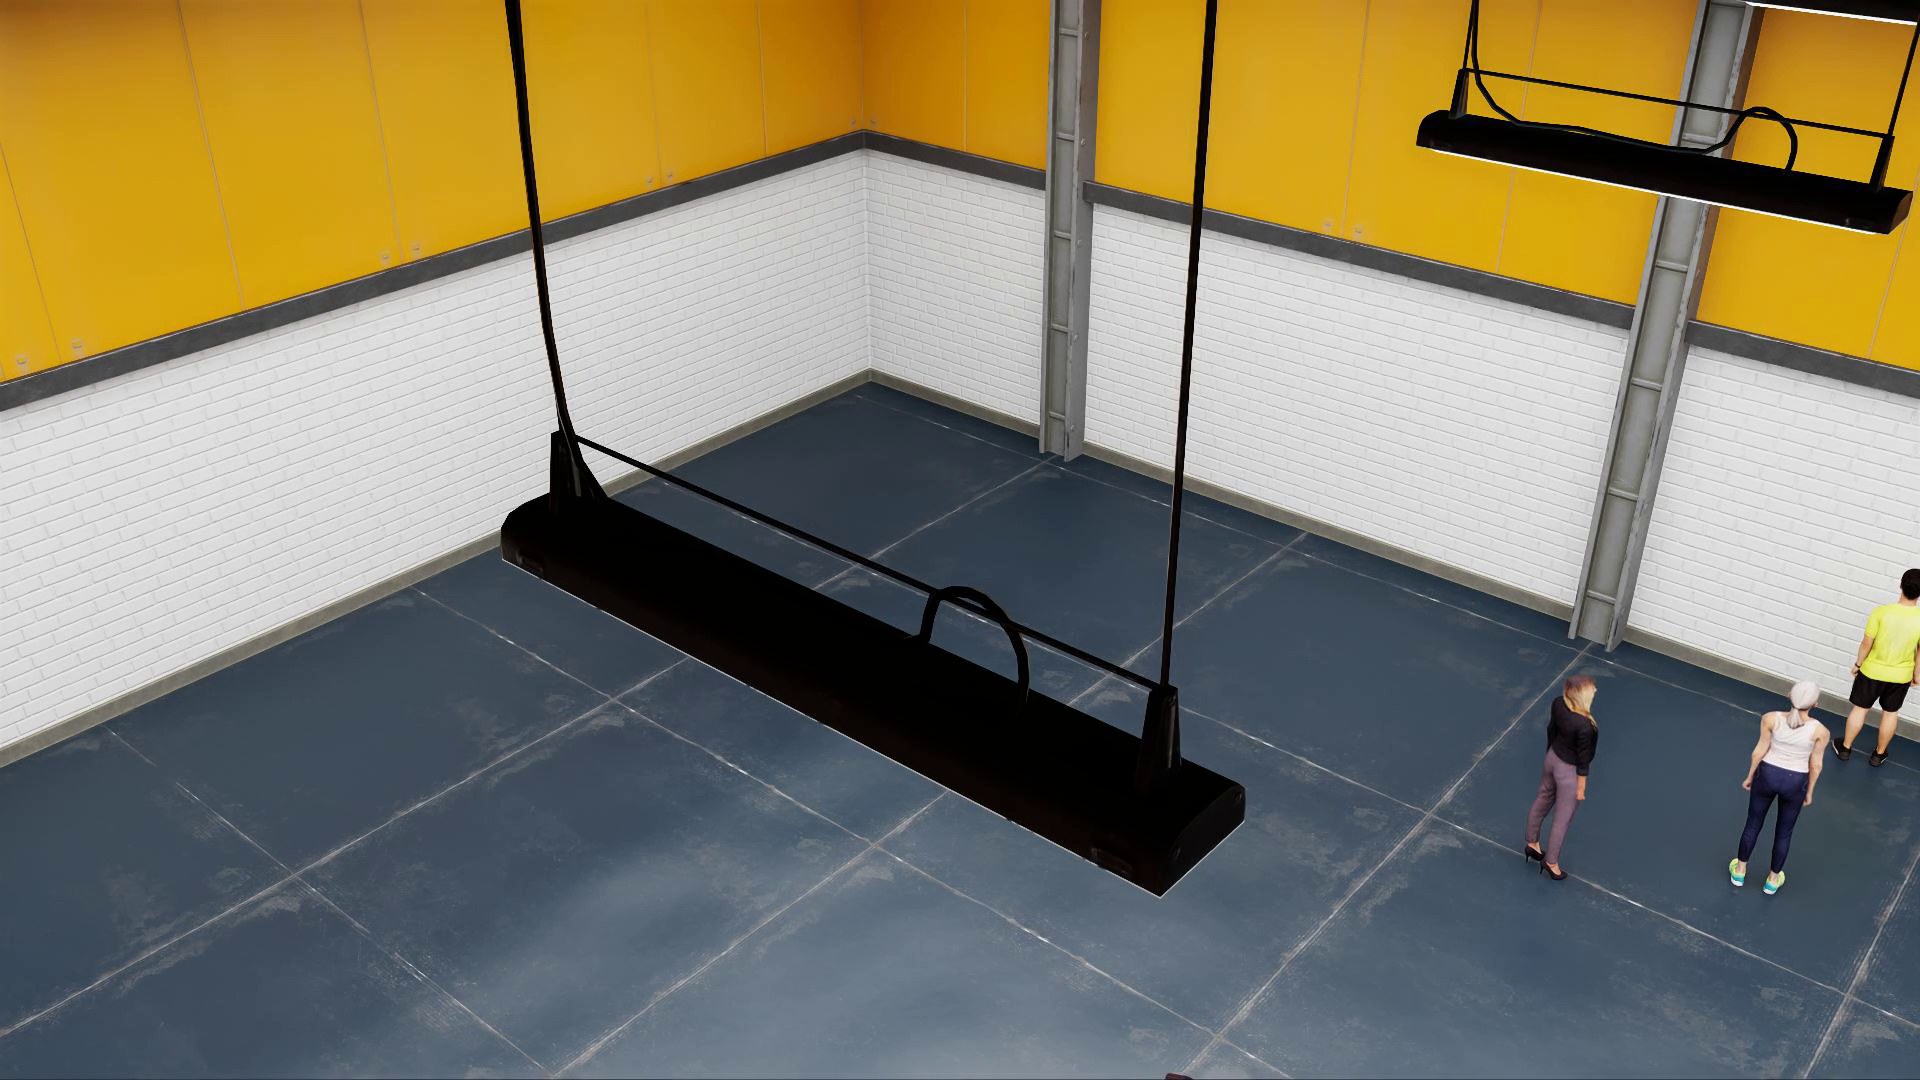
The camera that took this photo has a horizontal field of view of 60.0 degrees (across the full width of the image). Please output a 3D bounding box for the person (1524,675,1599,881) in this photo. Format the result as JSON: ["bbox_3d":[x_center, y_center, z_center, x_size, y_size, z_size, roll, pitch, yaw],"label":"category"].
[{"bbox_3d":[4.256,1.659,11.761,0.736,1.672,0.639,-8,30,-14],"label":"person"}]

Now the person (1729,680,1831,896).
[{"bbox_3d":[5.729,1.717,11.624,0.524,1.702,0.694,15,32,26],"label":"person"}]

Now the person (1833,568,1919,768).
[{"bbox_3d":[7.224,0.991,12.947,0.564,1.709,0.742,12,31,21],"label":"person"}]
